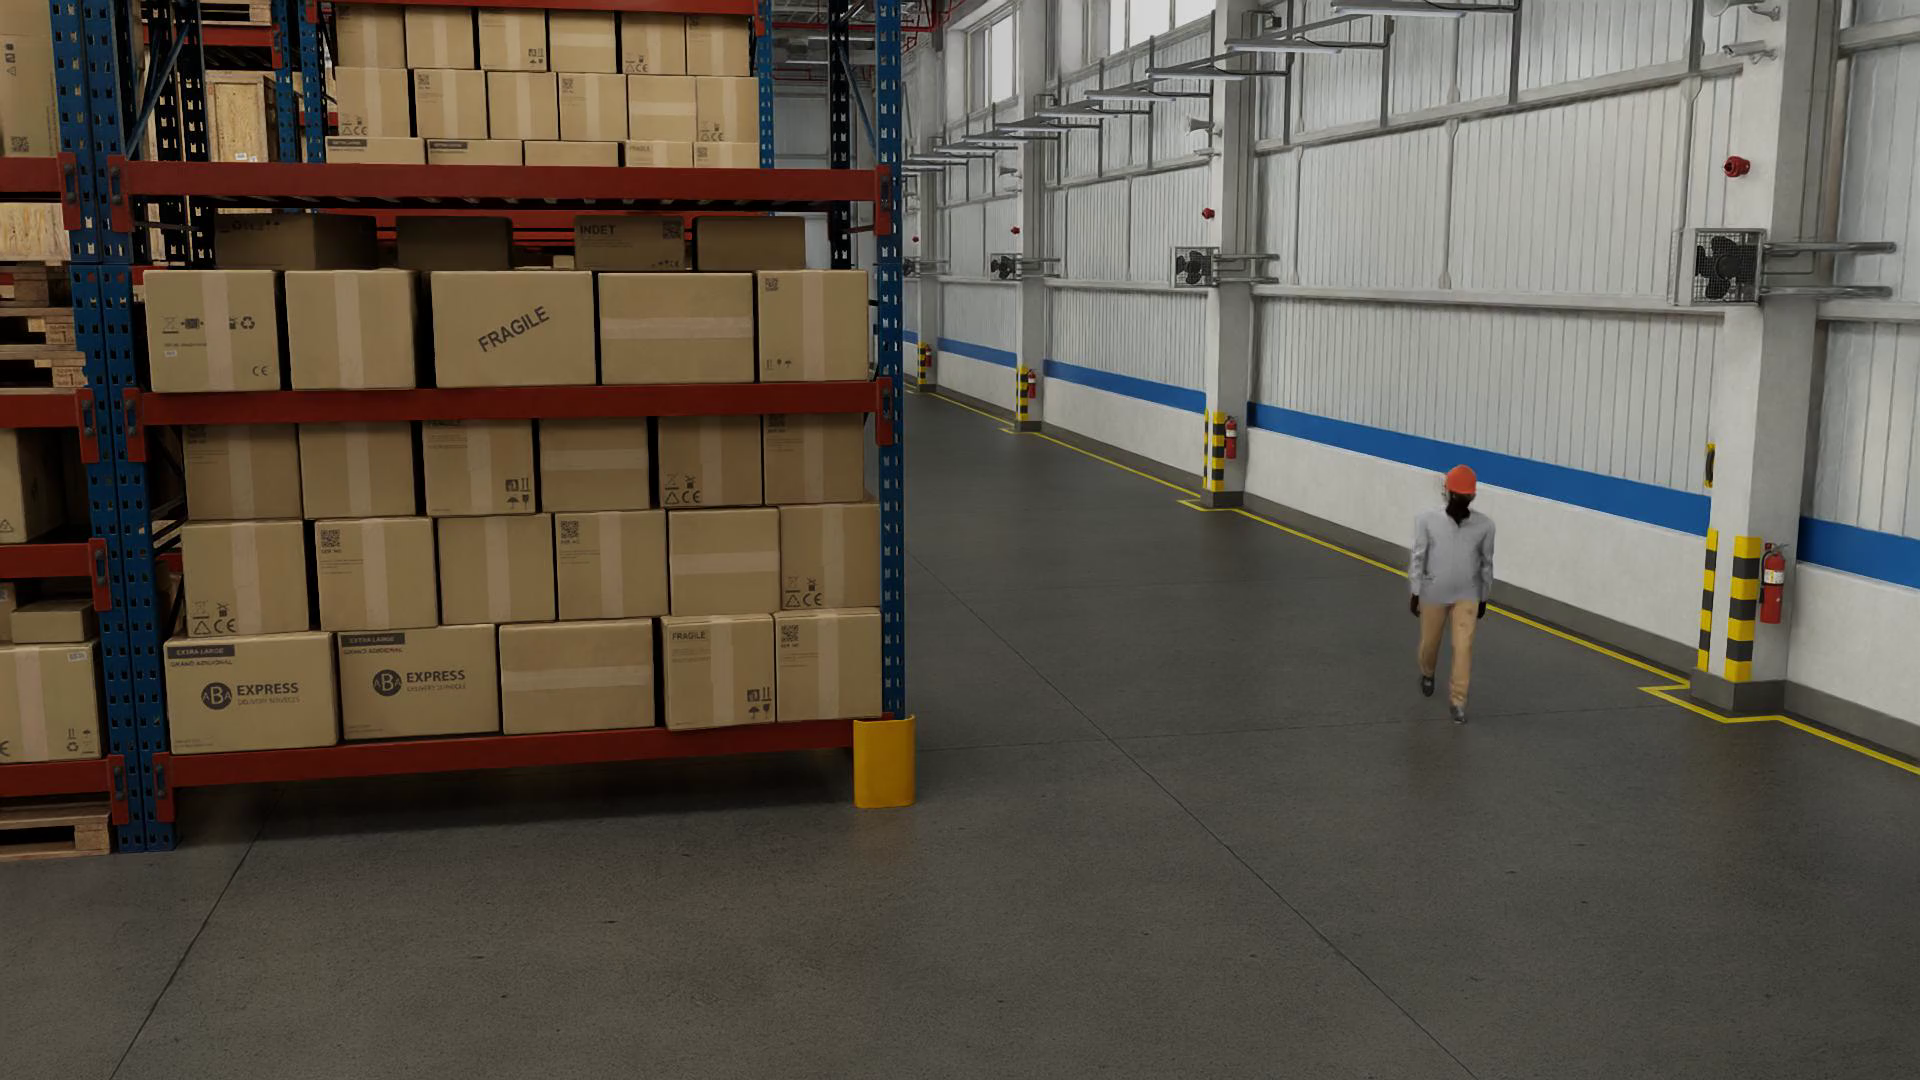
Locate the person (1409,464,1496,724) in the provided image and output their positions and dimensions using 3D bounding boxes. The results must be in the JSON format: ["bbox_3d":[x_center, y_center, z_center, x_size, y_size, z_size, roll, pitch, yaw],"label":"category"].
[{"bbox_3d":[3.338,0.325,11.319,0.561,1.725,0.726,2,9,11],"label":"person"}]
